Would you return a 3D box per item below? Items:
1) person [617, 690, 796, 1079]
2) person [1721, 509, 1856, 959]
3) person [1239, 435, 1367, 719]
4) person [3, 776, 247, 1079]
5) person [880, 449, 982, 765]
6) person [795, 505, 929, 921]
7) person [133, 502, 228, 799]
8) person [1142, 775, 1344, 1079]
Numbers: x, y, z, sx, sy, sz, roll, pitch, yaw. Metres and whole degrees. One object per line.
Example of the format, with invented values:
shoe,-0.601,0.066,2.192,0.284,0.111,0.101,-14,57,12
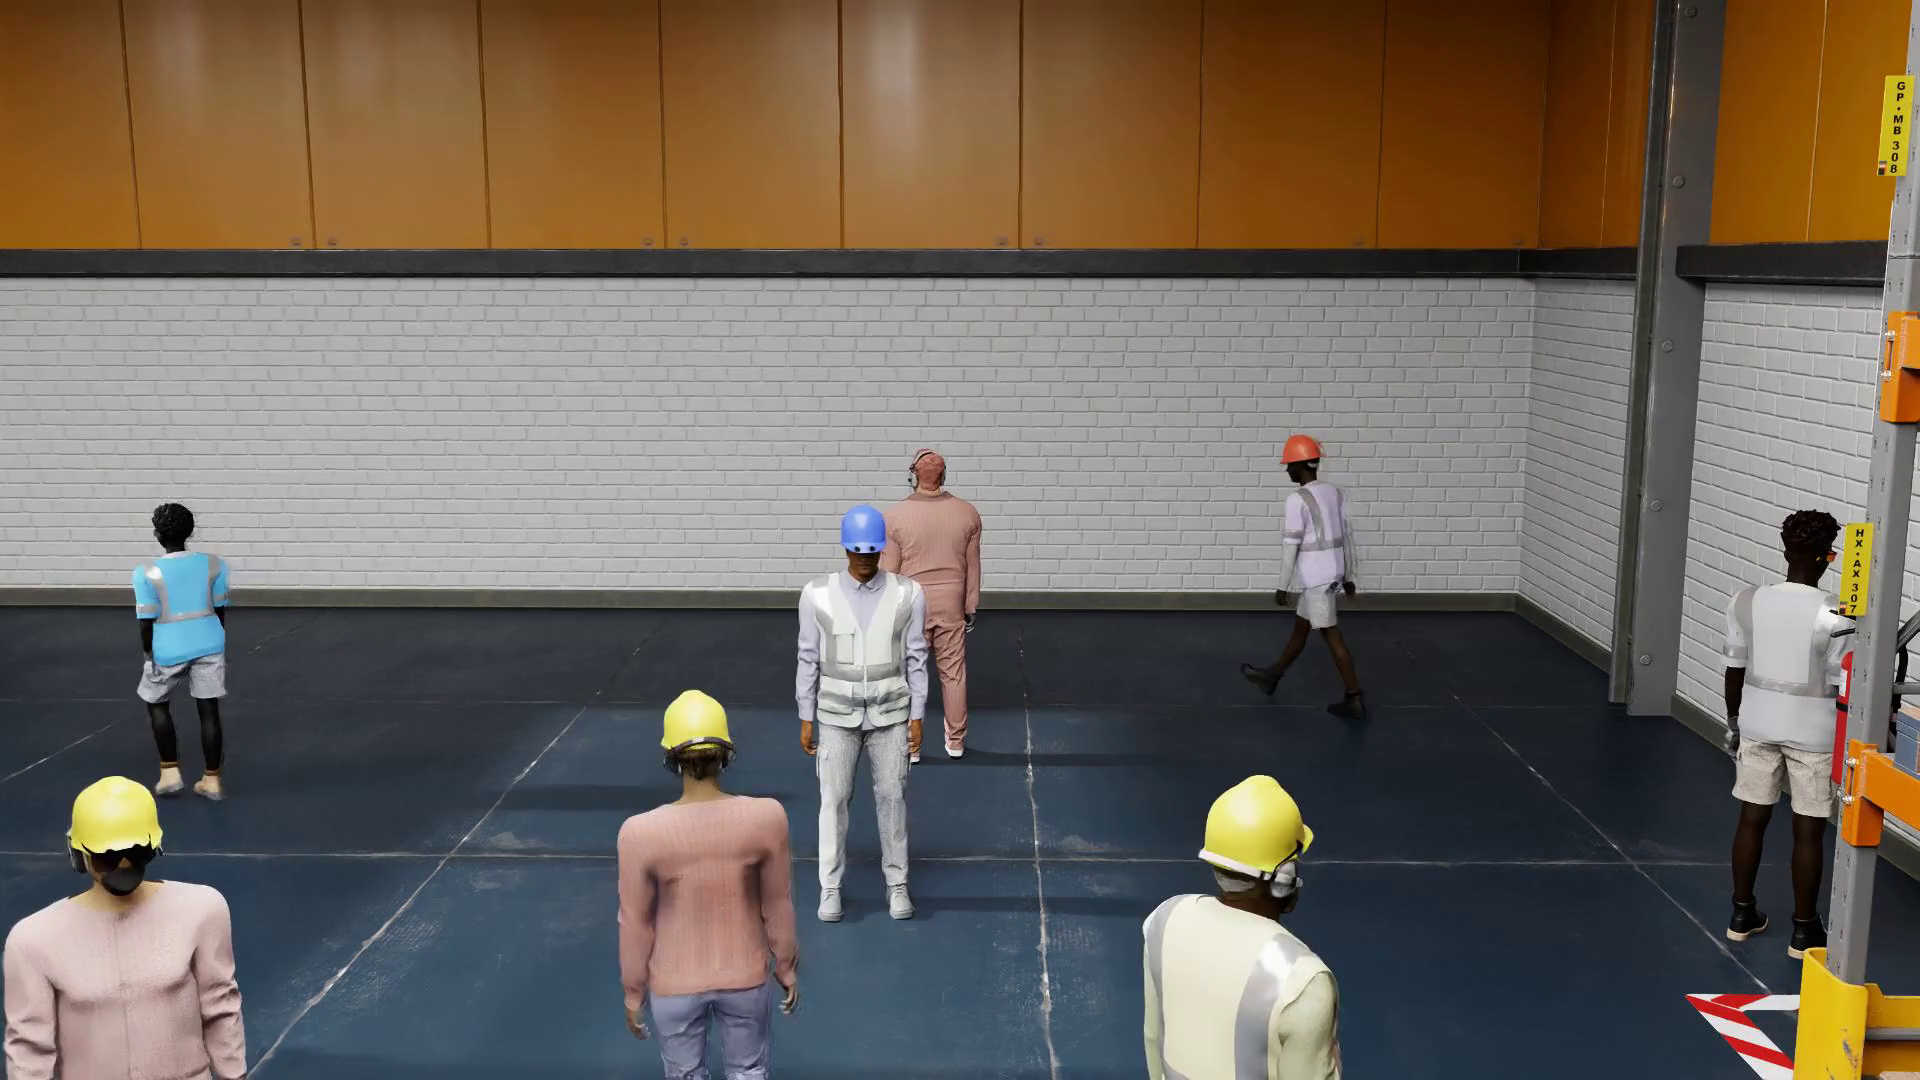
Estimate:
person,-0.747,1.325,4.986,0.541,1.749,0.498,-3,10,-17
person,3.639,0.837,7.278,0.366,1.967,0.603,-7,12,-37
person,2.345,0.230,11.195,1.035,1.863,0.551,8,13,41
person,-2.090,1.452,4.218,0.542,1.766,0.337,-6,11,-30
person,-0.192,0.403,10.048,0.643,1.913,0.408,-4,10,-20
person,-0.446,0.793,7.630,0.611,1.939,0.406,-1,10,-7
person,-4.374,0.625,9.377,0.490,1.682,0.533,9,13,44
person,0.694,1.455,3.968,0.404,1.837,0.595,-7,11,-34
